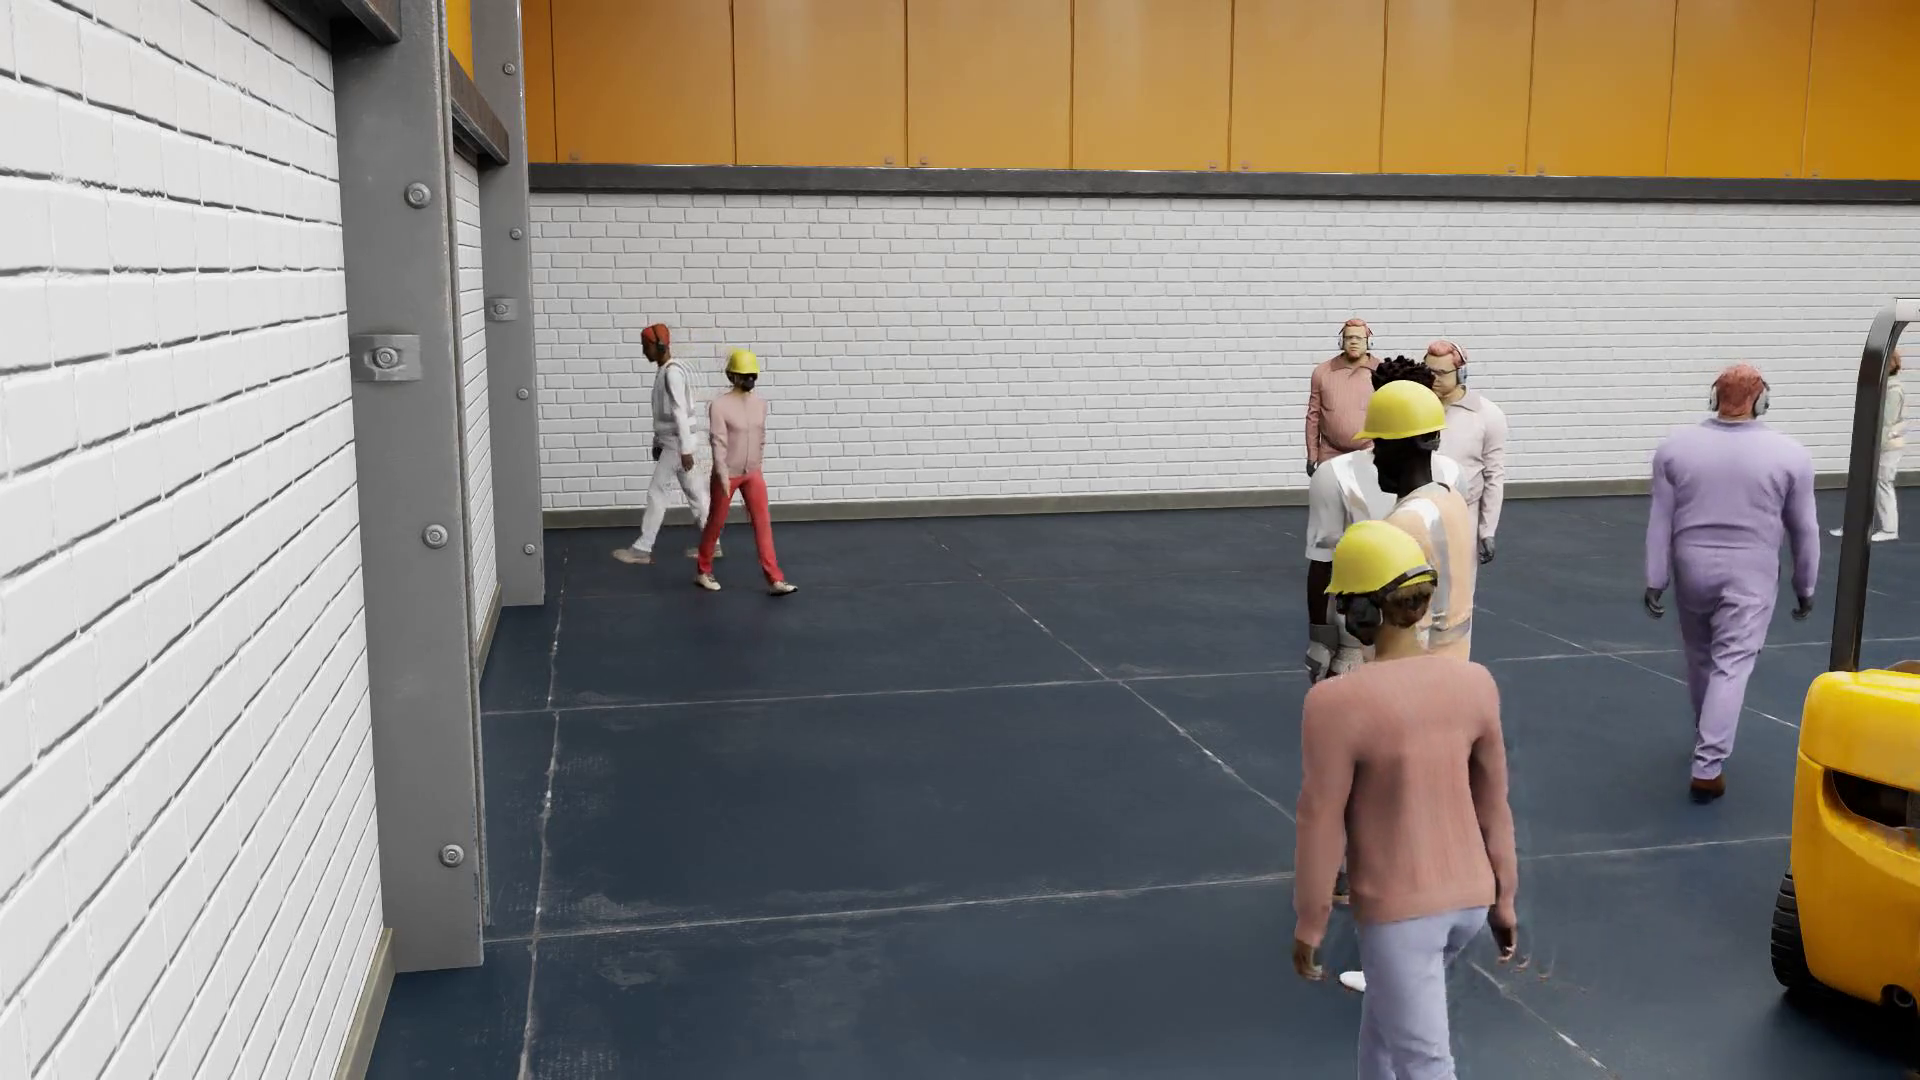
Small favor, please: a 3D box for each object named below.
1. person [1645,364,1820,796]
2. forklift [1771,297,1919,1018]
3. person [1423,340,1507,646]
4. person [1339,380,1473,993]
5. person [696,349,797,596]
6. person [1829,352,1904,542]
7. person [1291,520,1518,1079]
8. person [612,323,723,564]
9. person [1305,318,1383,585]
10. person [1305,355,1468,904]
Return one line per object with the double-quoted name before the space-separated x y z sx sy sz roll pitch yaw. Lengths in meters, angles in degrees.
"person" 3.383 0.155 7.307 0.663 1.852 1.017 7 12 36
"forklift" 3.542 0.334 5.177 2.313 2.155 1.214 -9 13 -43
"person" 2.436 -0.069 8.530 0.636 1.903 0.405 4 10 25
"person" 1.385 0.466 5.189 0.381 1.923 0.592 5 10 27
"person" -1.534 -0.464 11.500 0.549 1.712 0.923 -9 13 -43
"person" 7.507 -0.762 13.646 0.568 1.594 0.574 1 9 4
"person" 1.055 0.828 3.679 0.532 1.709 0.880 -5 11 -28
"person" -2.268 -0.724 12.738 0.947 1.815 0.694 -2 10 -15
"person" 2.744 -0.598 11.715 0.645 1.913 0.409 4 10 21
"person" 1.521 0.323 5.936 0.614 1.962 0.362 -2 10 -13
